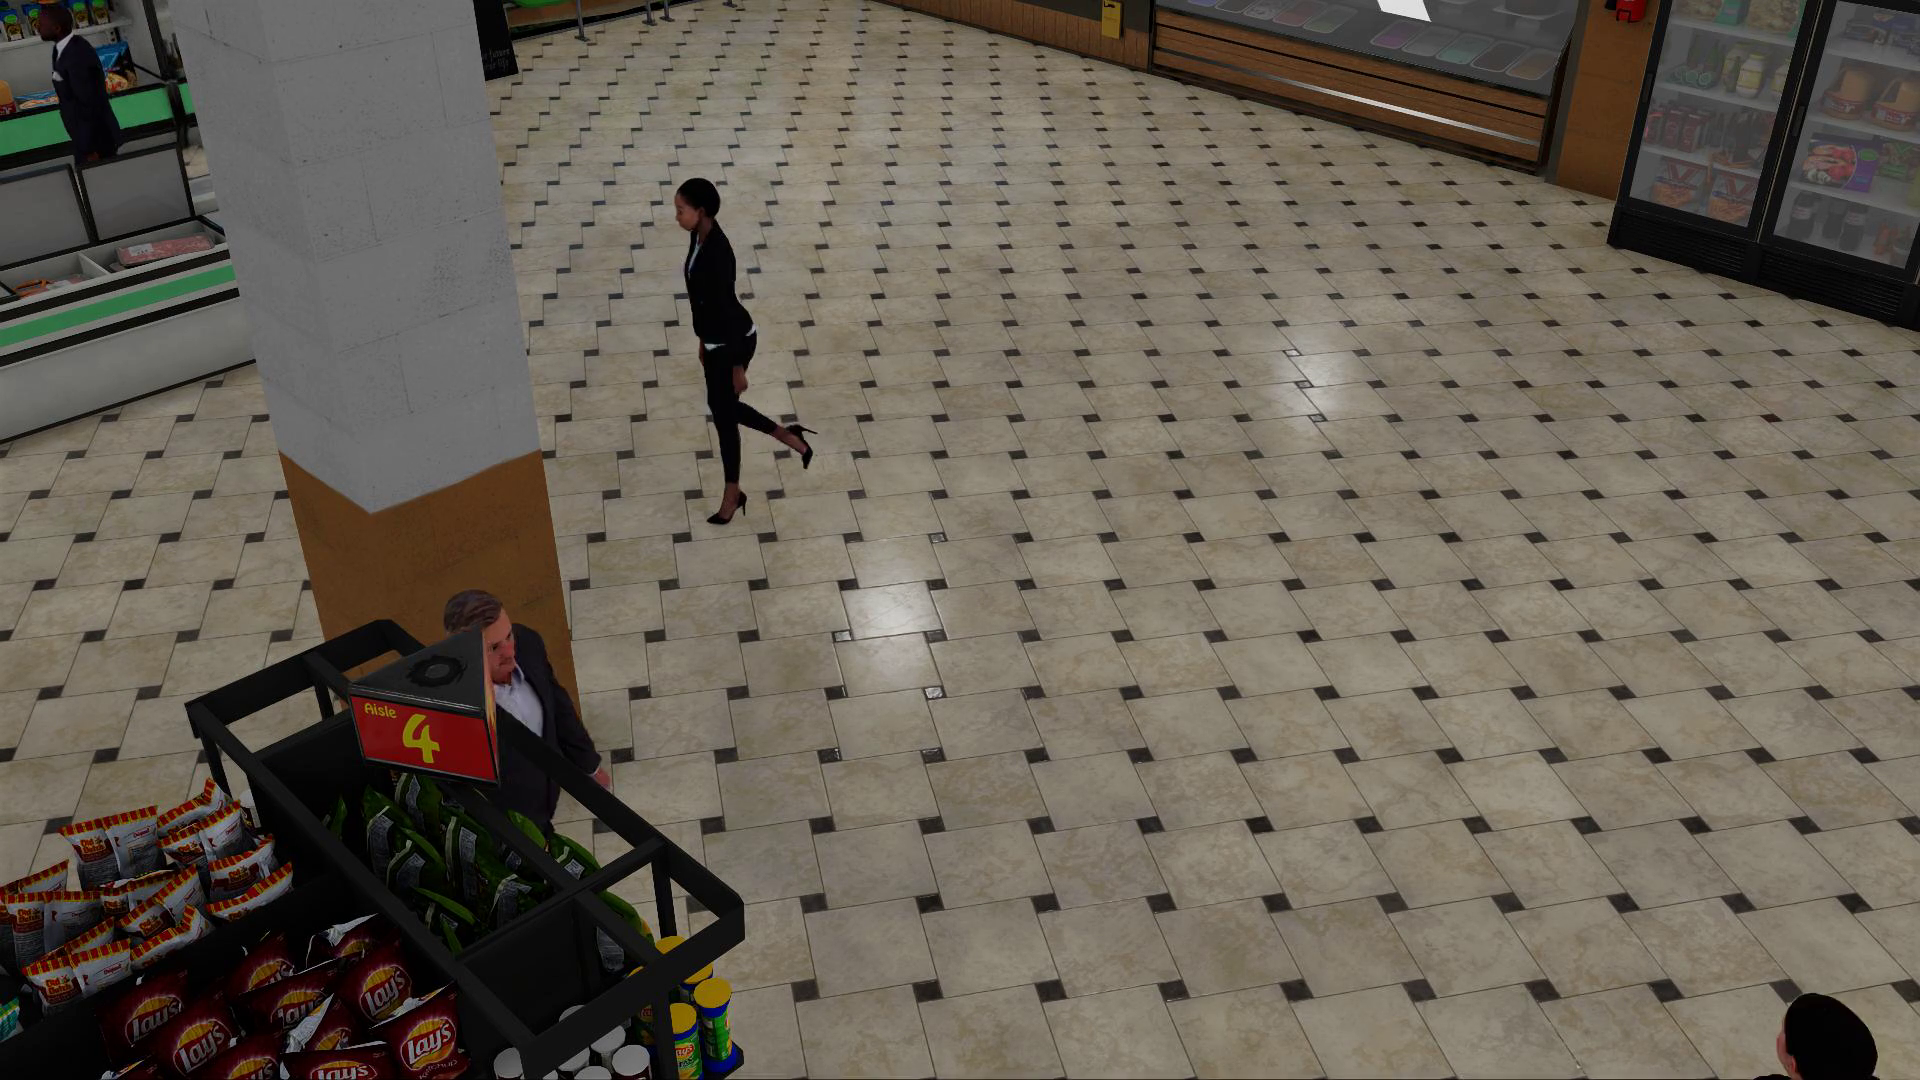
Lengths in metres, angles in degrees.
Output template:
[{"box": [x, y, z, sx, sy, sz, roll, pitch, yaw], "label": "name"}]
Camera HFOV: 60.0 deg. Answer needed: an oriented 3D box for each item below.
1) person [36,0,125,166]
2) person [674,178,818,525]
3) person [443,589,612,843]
[{"box": [-5.781, -2.724, 11.252, 0.862, 1.811, 0.833, -14, 35, -22], "label": "person"}, {"box": [-1.108, -0.962, 8.419, 1.007, 1.813, 0.827, -19, 37, -28], "label": "person"}, {"box": [-1.544, 0.871, 5.501, 1.176, 1.783, 1.281, 6, 32, 10], "label": "person"}]
